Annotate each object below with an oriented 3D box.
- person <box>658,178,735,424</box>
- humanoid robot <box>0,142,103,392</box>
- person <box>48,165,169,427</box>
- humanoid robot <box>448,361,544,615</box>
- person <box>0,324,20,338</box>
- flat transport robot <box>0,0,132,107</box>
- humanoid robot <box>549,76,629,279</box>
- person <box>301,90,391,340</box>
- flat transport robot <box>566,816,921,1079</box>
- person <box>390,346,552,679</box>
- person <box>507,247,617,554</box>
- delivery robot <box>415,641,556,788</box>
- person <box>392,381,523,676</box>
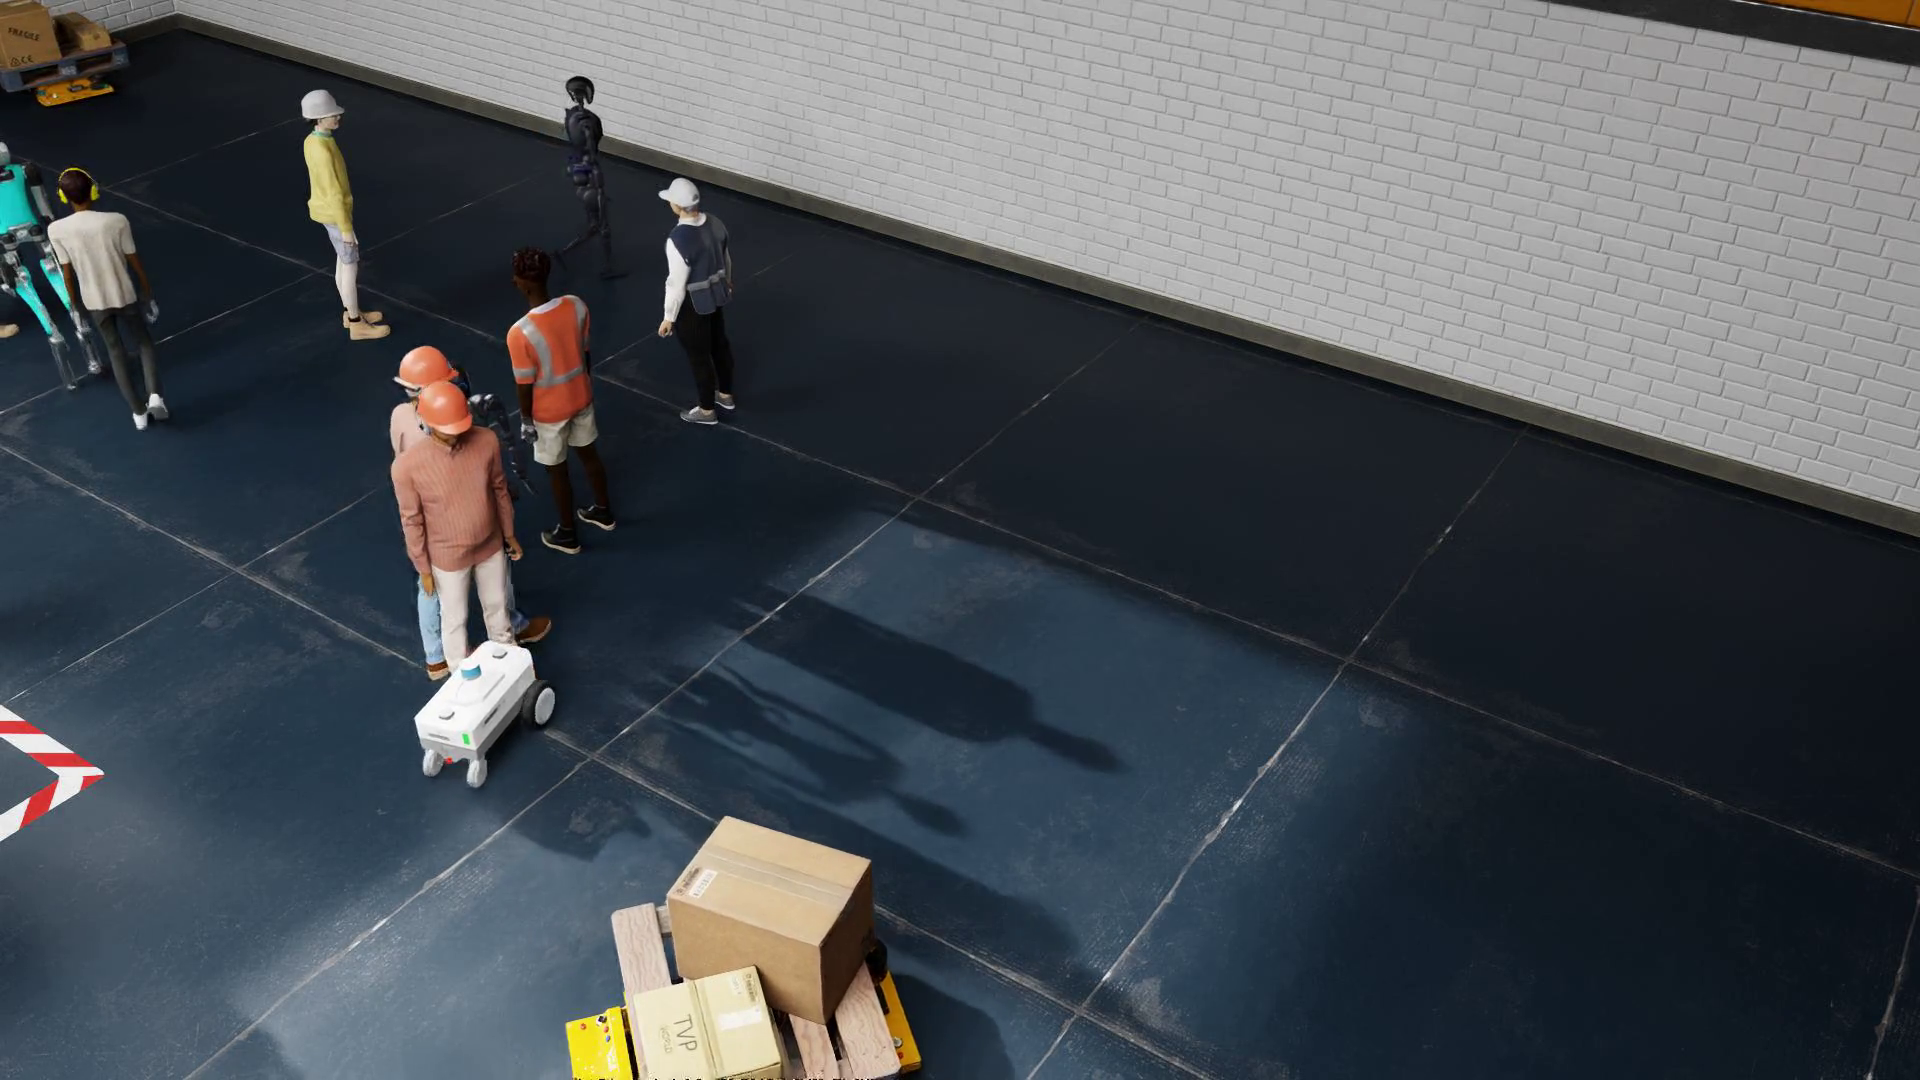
[{"bbox_3d":[-1.778,-1.613,11.269,0.450,1.755,0.772,17,38,22],"label":"person"},{"bbox_3d":[-6.414,-1.824,11.624,0.531,1.836,0.737,-28,44,-34],"label":"humanoid robot"},{"bbox_3d":[-5.683,-1.586,11.157,0.524,1.851,0.467,-15,38,-21],"label":"person"},{"bbox_3d":[-2.677,-0.274,9.433,0.388,1.650,0.600,29,44,35],"label":"humanoid robot"},{"bbox_3d":[-7.414,-2.253,12.202,0.435,1.736,0.615,-18,39,-24],"label":"person"},{"bbox_3d":[-9.308,-4.793,17.112,0.659,0.231,1.431,-27,43,-33],"label":"flat transport robot"},{"bbox_3d":[-2.991,-2.808,13.053,0.581,1.633,0.583,-15,38,-20],"label":"humanoid robot"},{"bbox_3d":[-4.579,-2.391,12.269,0.397,1.888,0.487,-16,38,-21],"label":"person"},{"bbox_3d":[-0.943,2.158,7.180,1.431,0.231,0.659,-10,36,-14],"label":"flat transport robot"},{"bbox_3d":[-2.702,-0.166,9.023,0.850,1.954,0.650,-29,44,-35],"label":"person"},{"bbox_3d":[-2.423,-0.837,9.993,0.383,1.956,0.602,20,40,27],"label":"person"},{"bbox_3d":[-2.528,0.872,8.776,0.499,0.605,0.799,11,36,15],"label":"delivery robot"},{"bbox_3d":[-2.578,0.045,8.702,0.607,1.988,0.384,-30,45,-35],"label":"person"}]
